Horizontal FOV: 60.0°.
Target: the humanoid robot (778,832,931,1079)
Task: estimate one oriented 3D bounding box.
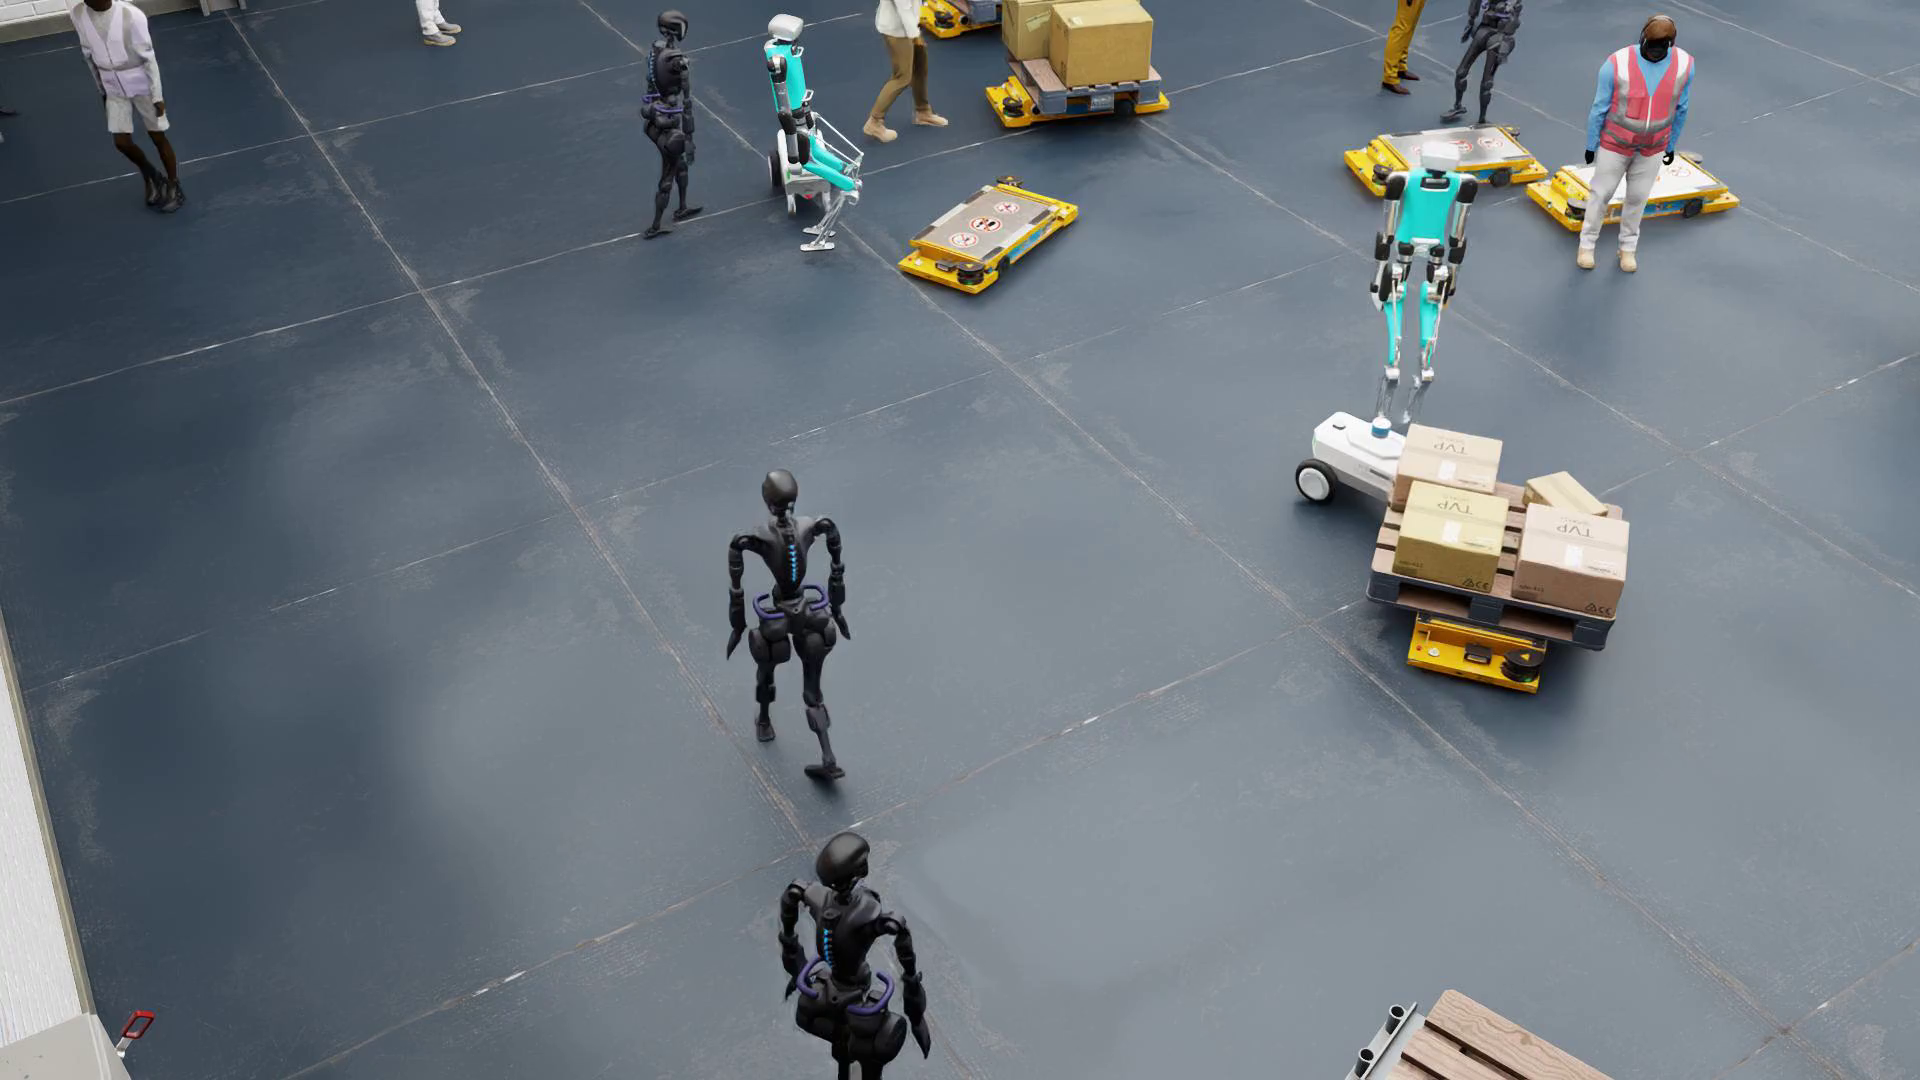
[{"bbox_3d":[-0.382,1.661,6.065,0.603,1.640,0.533,16,41,19],"label":"humanoid robot"}]

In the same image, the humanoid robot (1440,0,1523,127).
[{"bbox_3d":[4.252,-4.079,13.302,0.363,1.655,0.599,-13,40,-15],"label":"humanoid robot"}]

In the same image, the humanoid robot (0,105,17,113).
[{"bbox_3d":[-8.103,-4.097,13.325,0.380,1.642,0.616,21,43,24],"label":"humanoid robot"}]

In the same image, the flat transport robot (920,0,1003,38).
[{"bbox_3d":[0.308,-5.031,15.640,1.431,0.231,0.659,-17,42,-21],"label":"flat transport robot"}]

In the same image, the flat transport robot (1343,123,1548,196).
[{"bbox_3d":[3.815,-2.982,13.054,1.431,0.231,0.659,-8,39,-10],"label":"flat transport robot"}]

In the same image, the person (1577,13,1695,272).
[{"bbox_3d":[4.634,-2.738,11.493,0.638,1.830,0.429,3,39,4],"label":"person"}]

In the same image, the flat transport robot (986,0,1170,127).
[{"bbox_3d":[0.990,-3.769,14.048,1.431,0.231,0.659,-9,39,-11],"label":"flat transport robot"}]

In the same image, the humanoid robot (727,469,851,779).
[{"bbox_3d":[-0.786,0.392,7.699,0.591,1.626,0.695,-14,40,-17],"label":"humanoid robot"}]

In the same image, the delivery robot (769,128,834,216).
[{"bbox_3d":[-1.192,-2.859,12.678,0.499,0.606,0.807,-6,39,-8],"label":"delivery robot"}]

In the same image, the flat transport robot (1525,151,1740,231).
[{"bbox_3d":[5.119,-2.654,12.641,1.431,0.231,0.659,-10,39,-12],"label":"flat transport robot"}]

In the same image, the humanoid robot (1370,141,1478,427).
[{"bbox_3d":[2.731,-1.422,9.924,0.534,1.805,0.695,2,38,2],"label":"humanoid robot"}]

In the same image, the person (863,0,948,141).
[{"bbox_3d":[-0.456,-4.051,13.221,0.642,1.737,0.514,3,38,3],"label":"person"}]

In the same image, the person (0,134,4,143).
[{"bbox_3d":[-7.977,-3.988,13.055,0.390,1.846,0.566,-26,45,-29],"label":"person"}]

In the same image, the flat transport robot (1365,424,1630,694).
[{"bbox_3d":[2.853,0.242,8.986,0.659,0.231,1.431,13,40,15],"label":"flat transport robot"}]

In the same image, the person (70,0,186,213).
[{"bbox_3d":[-6.050,-3.287,12.105,0.545,1.924,0.421,-1,38,-1],"label":"person"}]

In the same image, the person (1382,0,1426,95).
[{"bbox_3d":[3.850,-4.659,13.977,0.345,1.750,0.522,19,42,23],"label":"person"}]

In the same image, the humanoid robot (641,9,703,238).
[{"bbox_3d":[-2.097,-2.994,11.956,0.641,1.622,0.613,-25,45,-28],"label":"humanoid robot"}]

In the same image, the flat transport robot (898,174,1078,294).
[{"bbox_3d":[0.224,-2.239,12.116,0.659,0.231,1.431,22,43,26],"label":"flat transport robot"}]

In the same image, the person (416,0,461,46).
[{"bbox_3d":[-4.781,-5.369,14.767,0.343,1.882,0.578,-1,38,-1],"label":"person"}]

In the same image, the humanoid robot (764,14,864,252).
[{"bbox_3d":[-0.943,-2.798,11.533,0.735,1.677,0.533,3,39,4],"label":"humanoid robot"}]

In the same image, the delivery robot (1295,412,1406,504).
[{"bbox_3d":[2.384,-0.446,9.619,0.751,0.587,0.525,30,47,32],"label":"delivery robot"}]
